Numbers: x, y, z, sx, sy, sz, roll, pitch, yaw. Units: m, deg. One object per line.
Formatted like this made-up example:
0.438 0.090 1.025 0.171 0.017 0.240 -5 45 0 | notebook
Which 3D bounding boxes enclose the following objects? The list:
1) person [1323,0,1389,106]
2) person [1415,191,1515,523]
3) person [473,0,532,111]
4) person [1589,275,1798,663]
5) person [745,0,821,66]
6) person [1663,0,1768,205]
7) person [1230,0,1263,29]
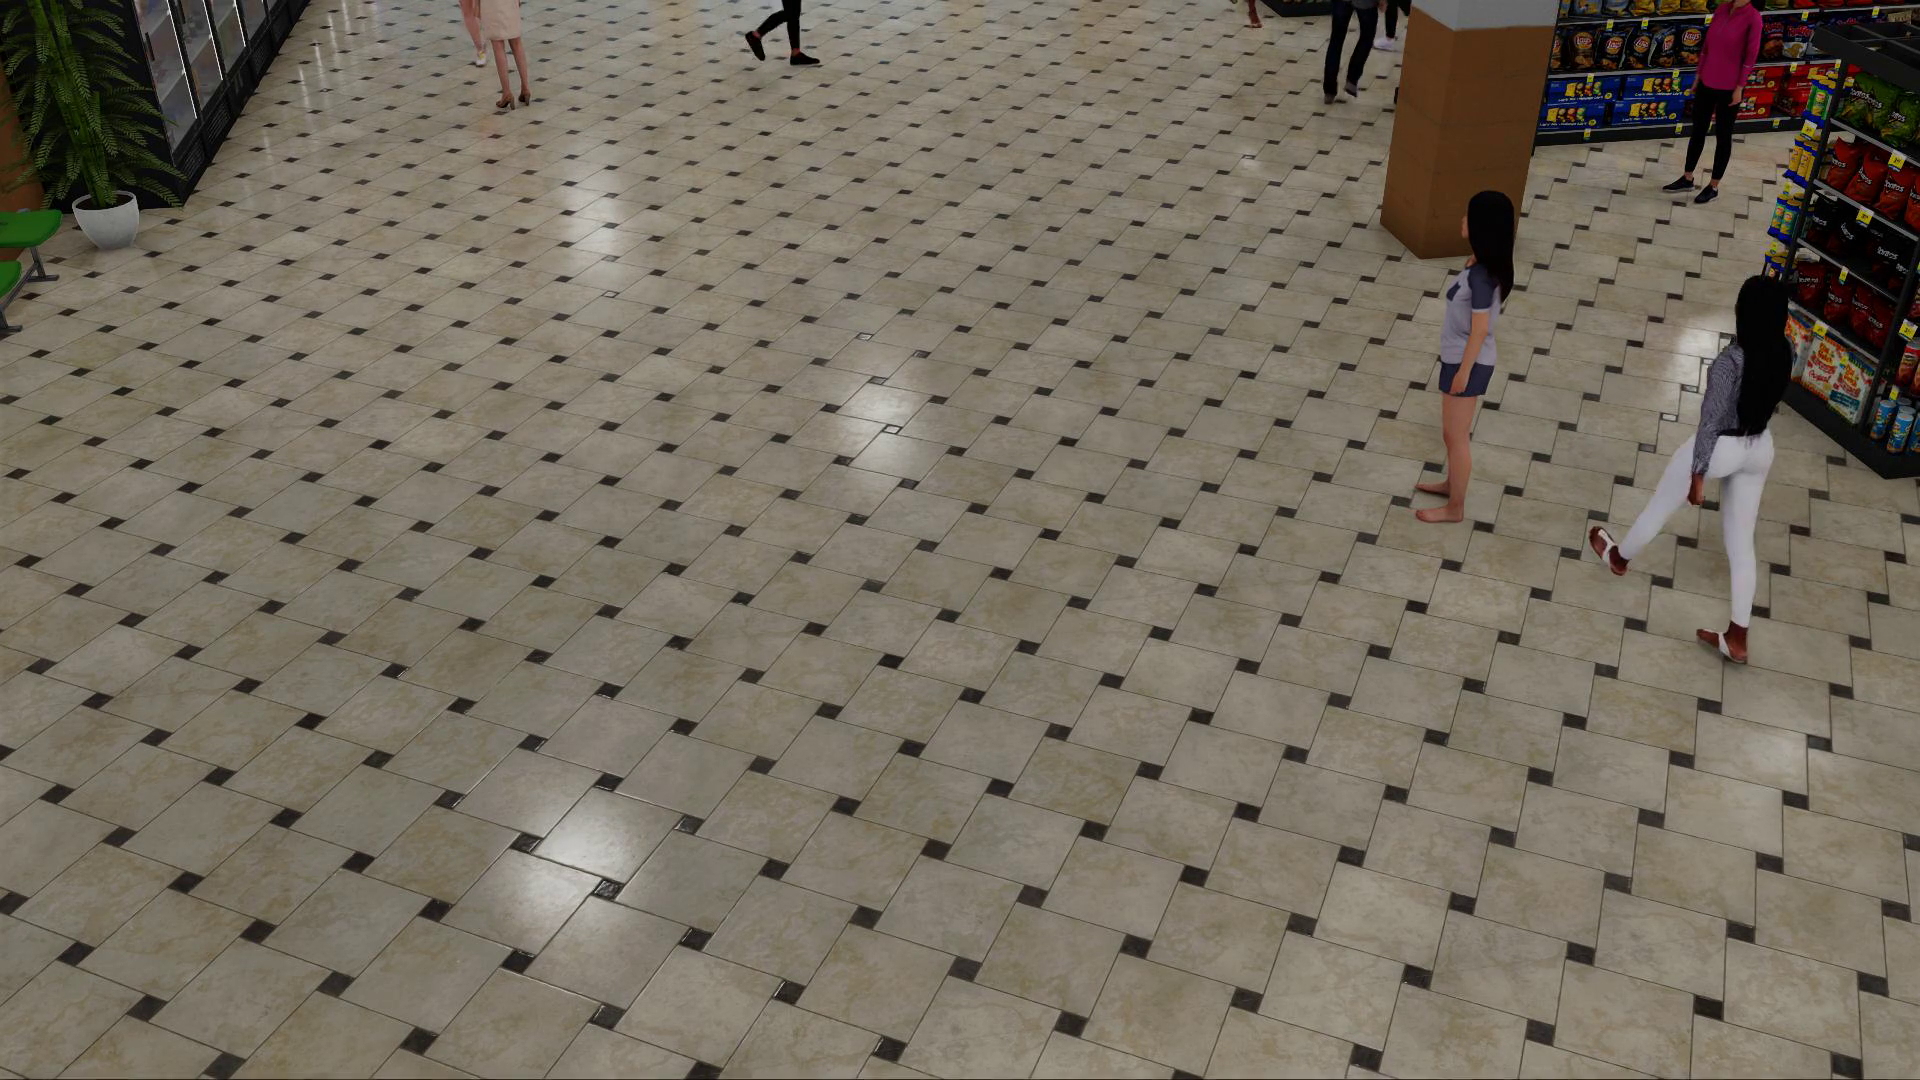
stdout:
3.304 -4.543 13.895 0.843 1.847 0.956 11 34 17 | person
2.483 -0.887 8.152 0.661 1.705 0.669 9 33 14 | person
-3.863 -4.496 13.925 0.653 1.735 0.751 -25 40 -34 | person
3.370 -0.267 7.194 1.180 1.665 0.755 -10 33 -16 | person
-1.651 -5.103 14.932 0.954 1.701 0.740 2 32 3 | person
5.529 -3.305 12.044 0.641 1.699 0.642 -15 35 -22 | person
2.821 -5.920 16.189 0.970 1.761 0.821 -15 35 -23 | person
